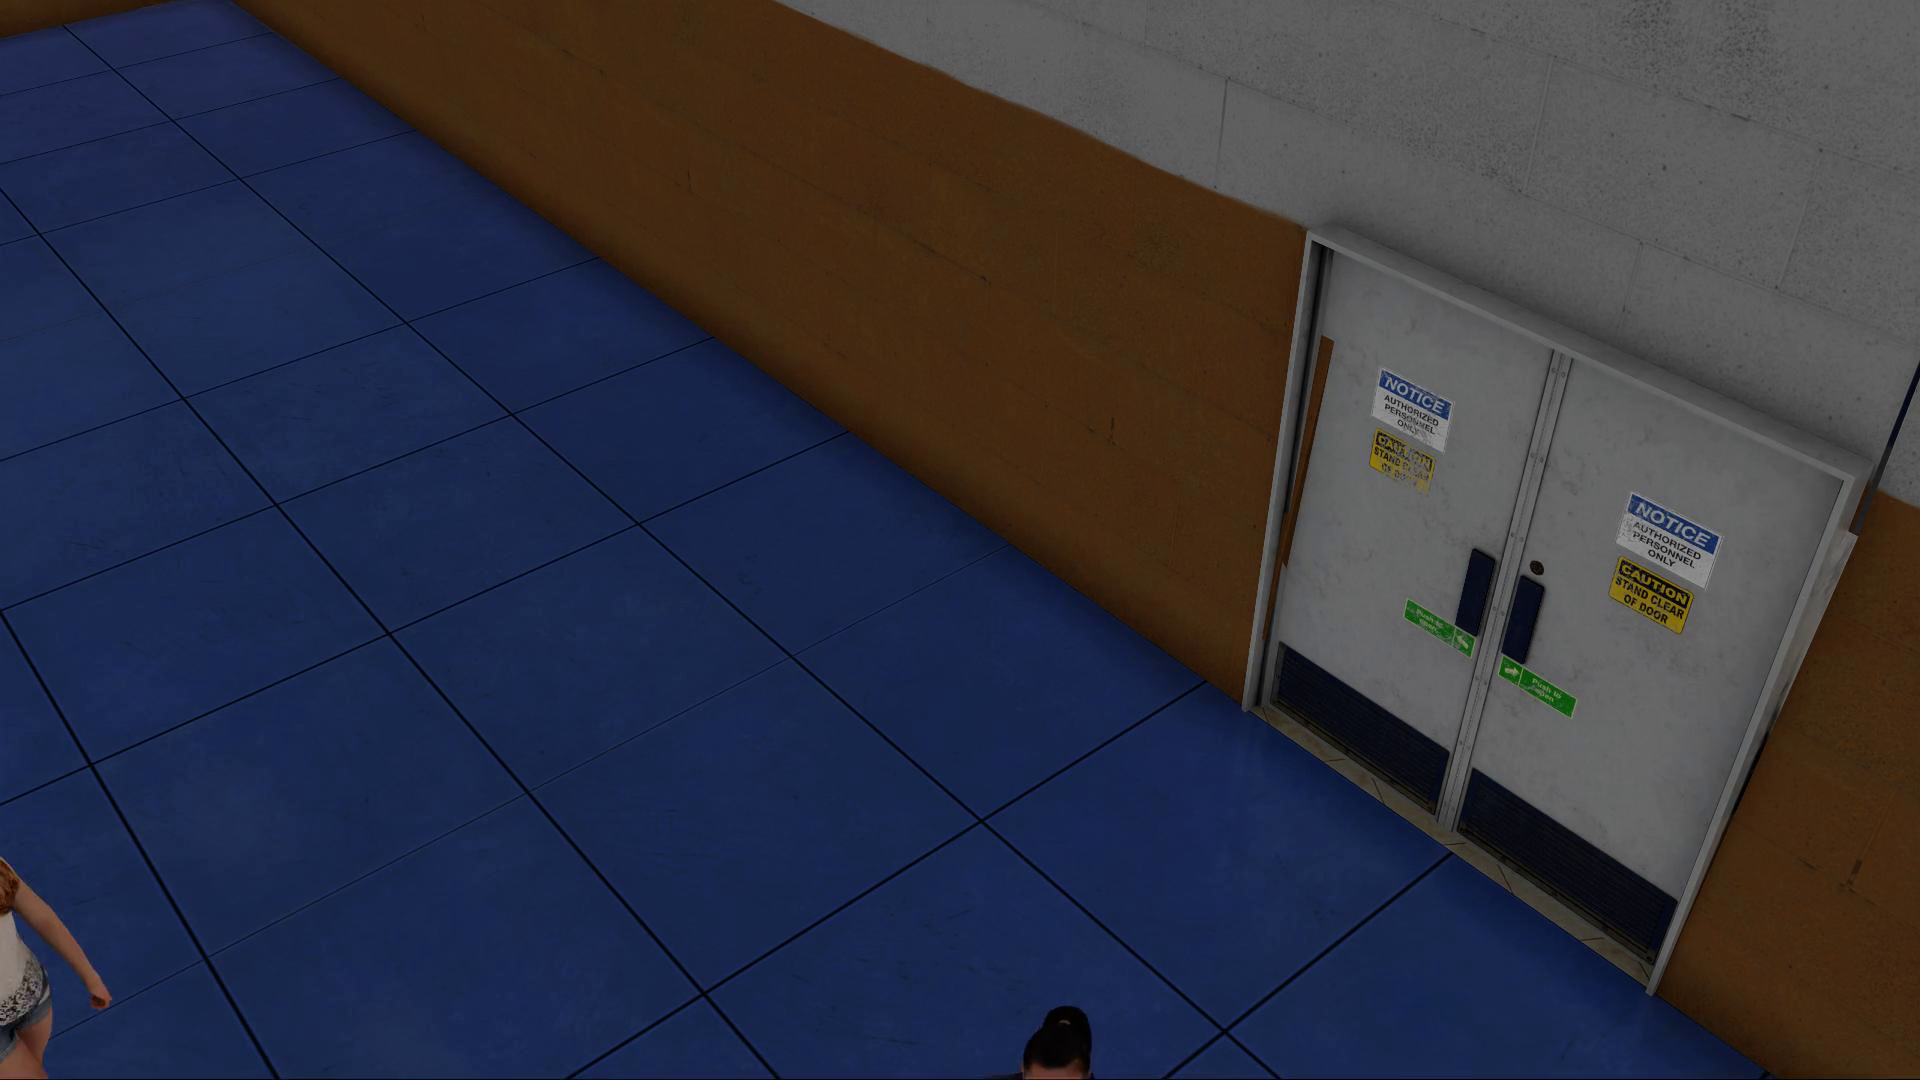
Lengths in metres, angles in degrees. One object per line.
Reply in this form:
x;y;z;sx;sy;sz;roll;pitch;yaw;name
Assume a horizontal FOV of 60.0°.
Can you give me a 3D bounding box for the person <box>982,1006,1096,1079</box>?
0.224;1.793;4.520;0.707;1.638;0.756;6;37;8;person
